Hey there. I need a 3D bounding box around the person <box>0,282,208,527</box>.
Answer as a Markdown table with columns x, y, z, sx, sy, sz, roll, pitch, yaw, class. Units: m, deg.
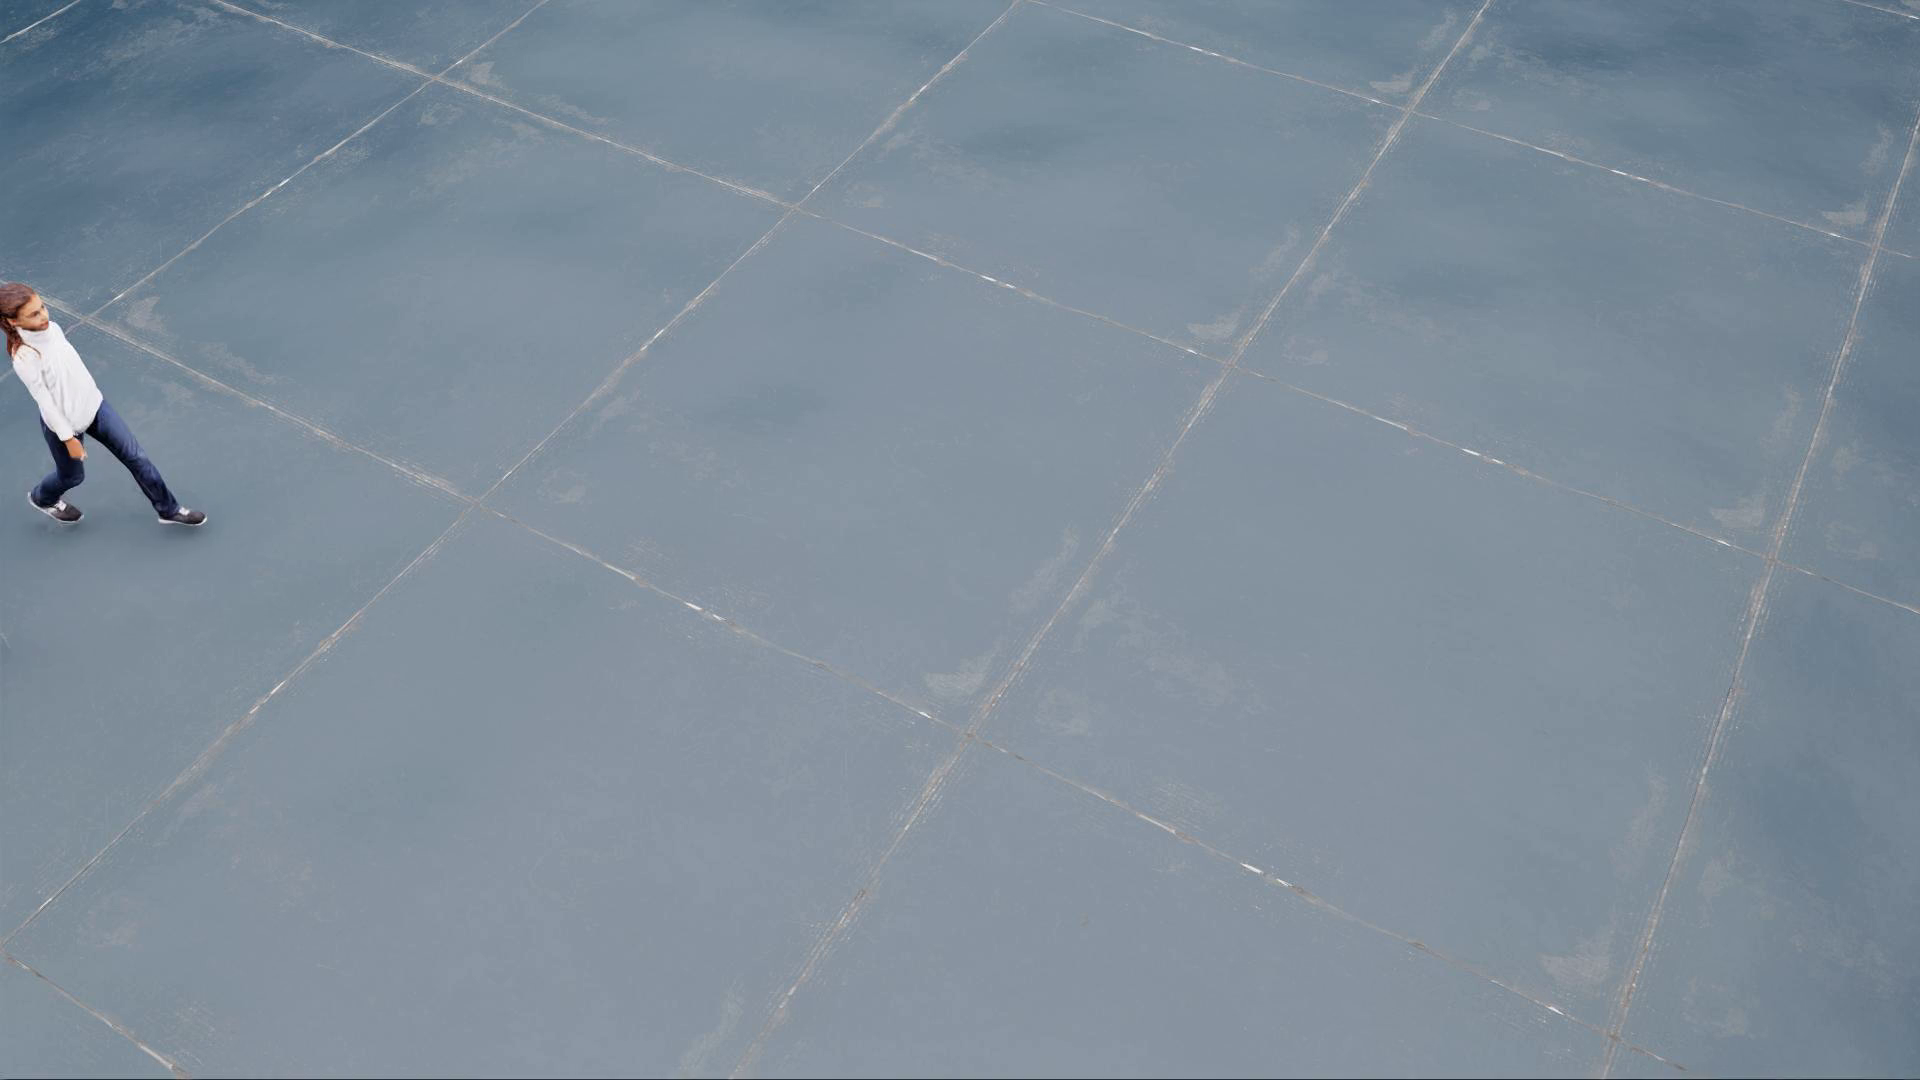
| x | y | z | sx | sy | sz | roll | pitch | yaw | class |
| --- | --- | --- | --- | --- | --- | --- | --- | --- | --- |
| -4.377 | -0.595 | 8.078 | 1.140 | 1.526 | 0.756 | 9 | 48 | 8 | person |
